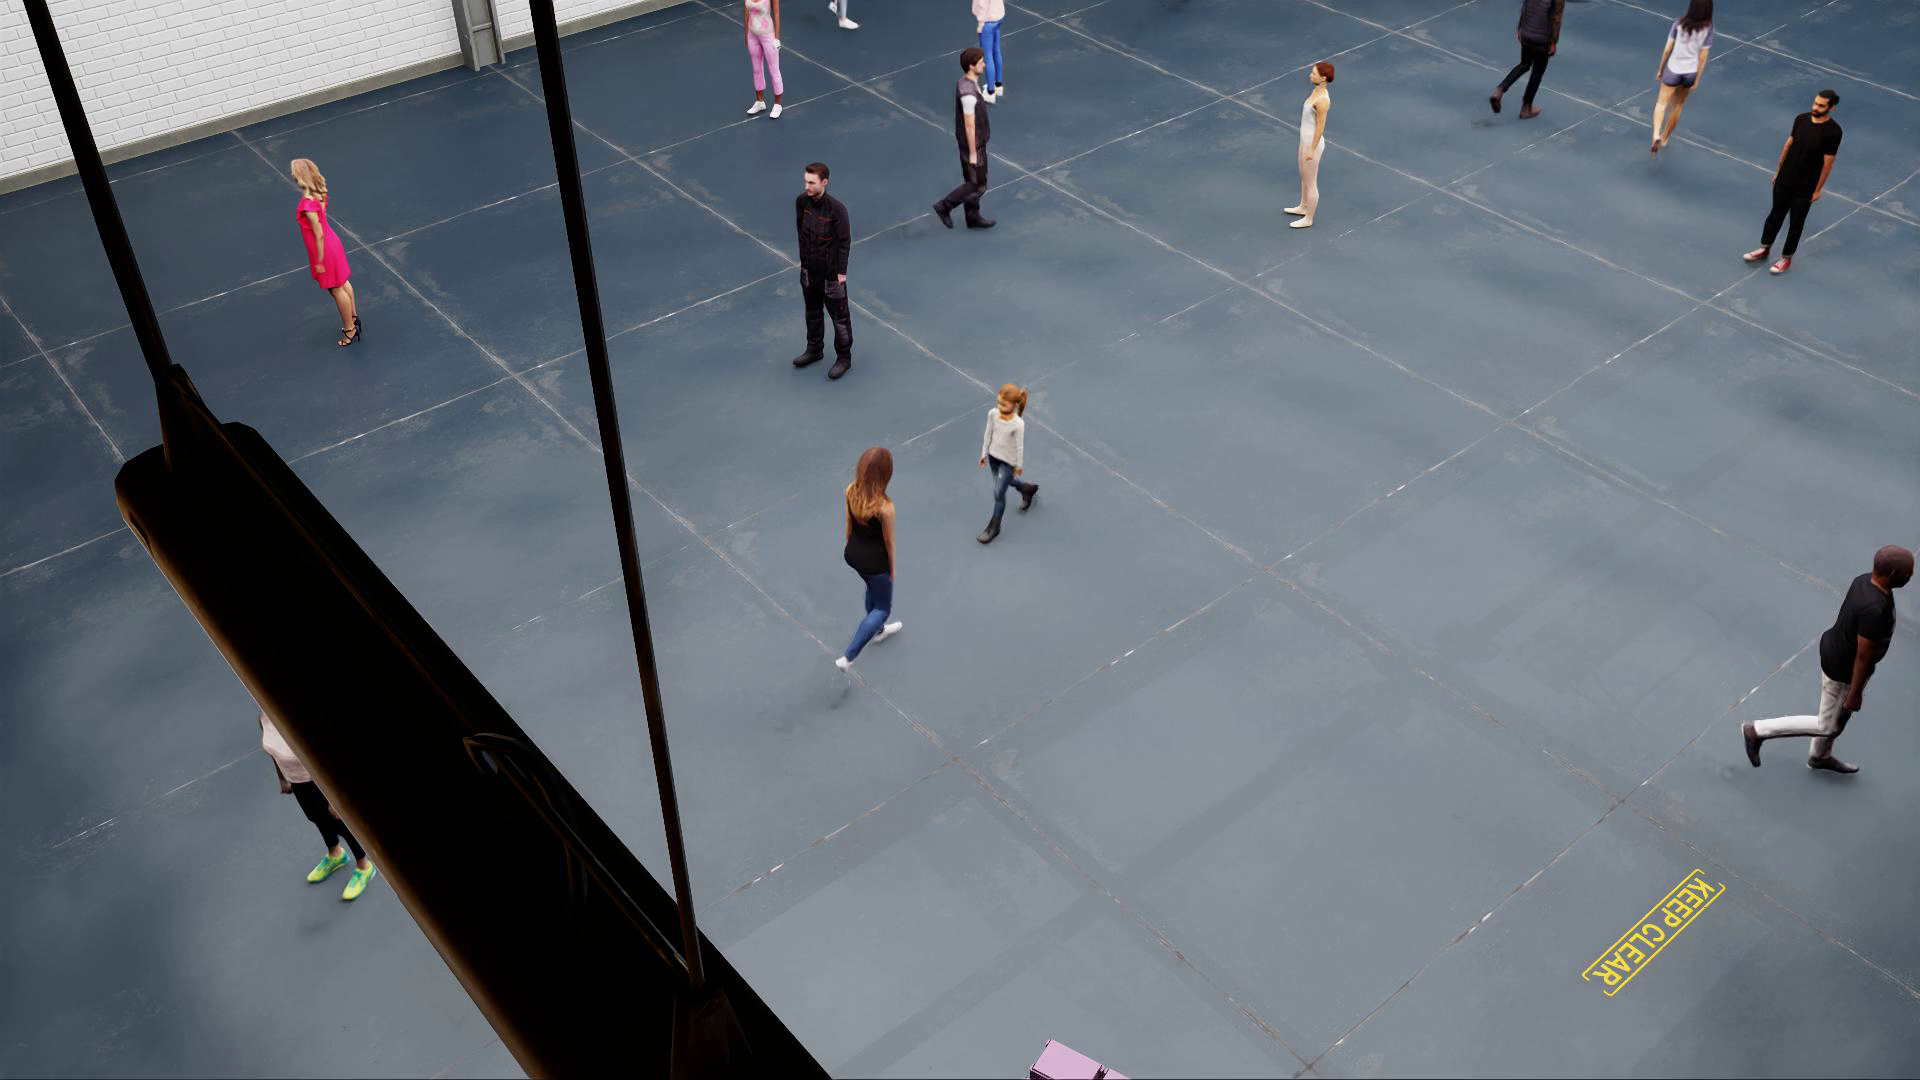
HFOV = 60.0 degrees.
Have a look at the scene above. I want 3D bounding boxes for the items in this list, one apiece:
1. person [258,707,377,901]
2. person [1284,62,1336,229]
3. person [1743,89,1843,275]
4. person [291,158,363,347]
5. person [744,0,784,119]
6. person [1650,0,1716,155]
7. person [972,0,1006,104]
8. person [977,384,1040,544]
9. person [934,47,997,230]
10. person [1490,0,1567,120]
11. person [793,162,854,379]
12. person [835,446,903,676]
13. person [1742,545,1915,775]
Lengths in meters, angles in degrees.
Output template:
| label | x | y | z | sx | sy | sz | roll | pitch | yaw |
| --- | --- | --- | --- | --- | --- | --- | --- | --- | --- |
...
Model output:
| label | x | y | z | sx | sy | sz | roll | pitch | yaw |
| --- | --- | --- | --- | --- | --- | --- | --- | --- | --- |
| person | -3.691 | 1.375 | 9.511 | 0.679 | 1.702 | 0.661 | 18 | 42 | 21 |
| person | 3.408 | -3.832 | 16.078 | 0.654 | 1.644 | 0.615 | -1 | 39 | -1 |
| person | 7.755 | -3.328 | 15.356 | 0.571 | 1.756 | 0.651 | -22 | 44 | -25 |
| person | -5.456 | -2.495 | 14.335 | 0.697 | 1.728 | 0.665 | -4 | 39 | -5 |
| person | -2.135 | -5.454 | 18.029 | 0.652 | 1.744 | 0.647 | 16 | 41 | 19 |
| person | 7.463 | -4.791 | 17.225 | 0.858 | 1.711 | 1.056 | 16 | 41 | 19 |
| person | 0.341 | -5.729 | 18.354 | 0.780 | 1.769 | 0.631 | 17 | 42 | 20 |
| person | 0.367 | -0.620 | 12.335 | 0.898 | 1.297 | 0.513 | -32 | 48 | -33 |
| person | 0.024 | -3.784 | 15.860 | 1.000 | 1.842 | 0.925 | -1 | 39 | -1 |
| person | 6.131 | -5.375 | 17.866 | 1.008 | 1.823 | 0.816 | -18 | 42 | -21 |
| person | -1.153 | -2.277 | 13.914 | 0.753 | 1.914 | 0.701 | 22 | 44 | 25 |
| person | -0.644 | 0.175 | 11.023 | 0.642 | 1.692 | 0.996 | 27 | 46 | 30 |
| person | 5.353 | 0.770 | 10.202 | 1.003 | 1.786 | 1.053 | 14 | 41 | 17 |
